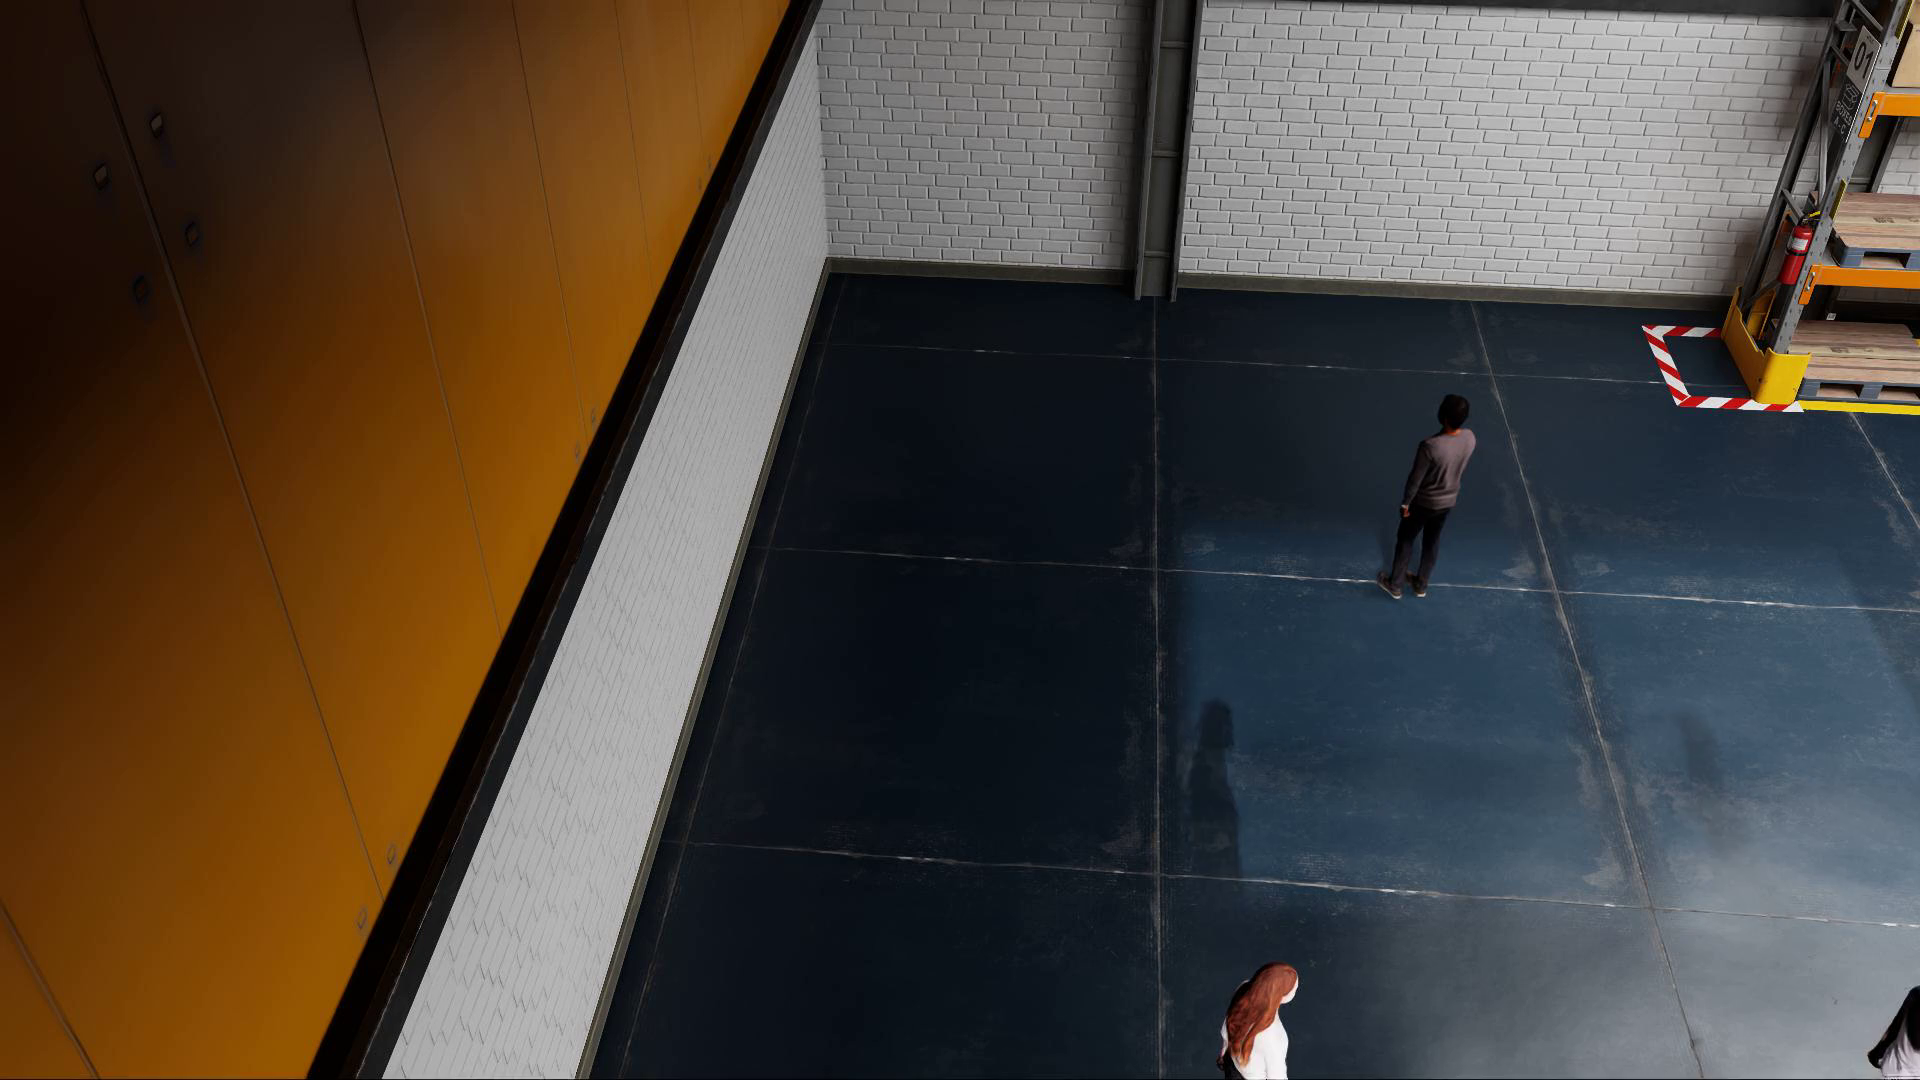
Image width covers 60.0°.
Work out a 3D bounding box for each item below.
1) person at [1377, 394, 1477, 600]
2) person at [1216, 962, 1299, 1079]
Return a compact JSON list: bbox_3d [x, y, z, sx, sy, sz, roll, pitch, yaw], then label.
[{"bbox_3d":[3.421,-0.273,11.921,0.691,1.763,0.824,14,41,17],"label":"person"},{"bbox_3d":[1.333,2.705,8.209,0.723,1.742,0.675,-4,39,-6],"label":"person"}]
